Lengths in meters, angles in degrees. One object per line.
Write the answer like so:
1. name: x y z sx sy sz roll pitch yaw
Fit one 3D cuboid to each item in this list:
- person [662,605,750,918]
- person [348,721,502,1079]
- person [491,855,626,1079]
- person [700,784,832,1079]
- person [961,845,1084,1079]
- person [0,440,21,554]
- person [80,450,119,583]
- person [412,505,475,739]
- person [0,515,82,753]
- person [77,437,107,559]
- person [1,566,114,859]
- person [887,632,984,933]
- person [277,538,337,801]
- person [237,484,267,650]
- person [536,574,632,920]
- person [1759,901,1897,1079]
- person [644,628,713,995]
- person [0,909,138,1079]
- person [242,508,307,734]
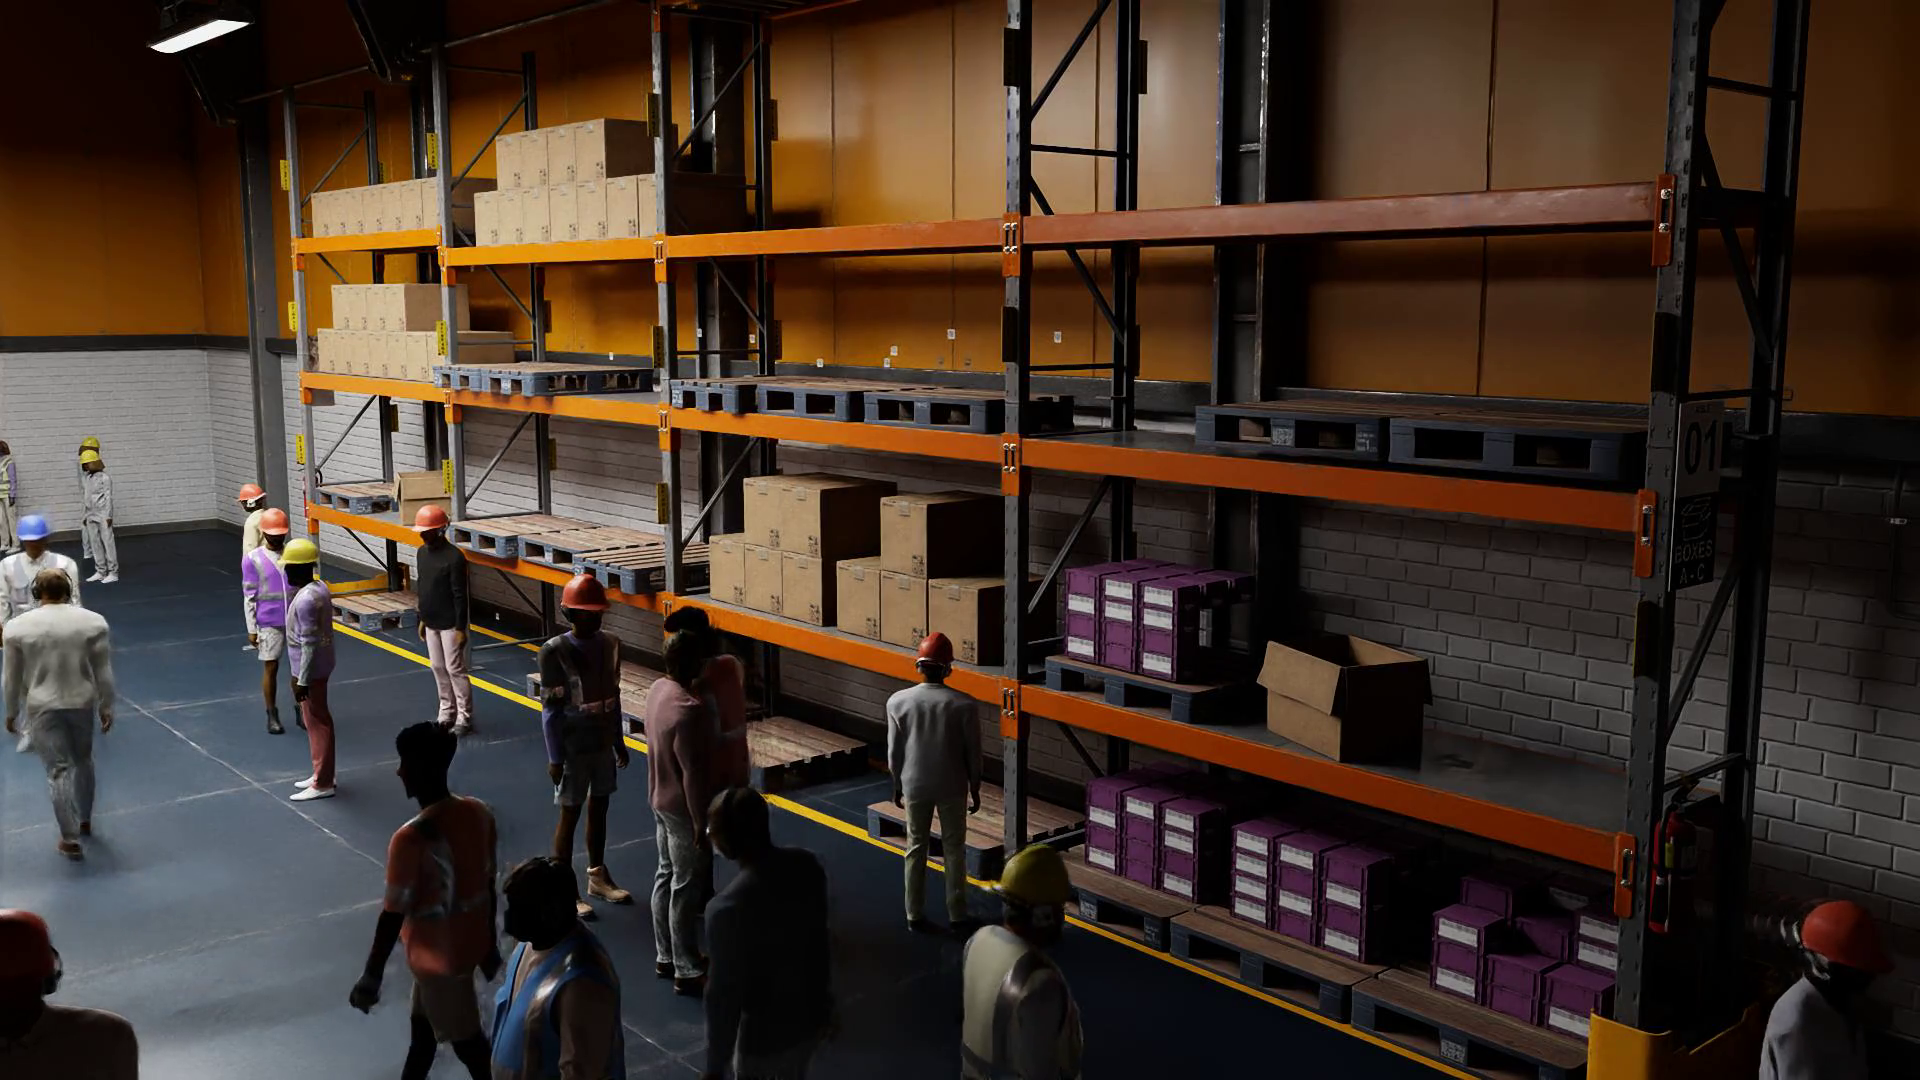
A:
1. person: -1.343 1.314 9.605 0.810 1.924 0.680 4 9 28
2. person: -2.201 1.705 6.941 0.999 1.913 0.621 2 8 11
3. person: -1.345 1.944 5.587 0.431 1.830 0.624 -4 9 -28
4. person: -0.685 1.828 6.134 0.467 1.908 0.666 4 9 23
5. person: 0.305 1.934 5.723 0.751 1.798 0.614 -4 9 -23
6. person: -13.838 -0.624 24.081 0.511 1.638 0.308 4 9 28
7. person: -11.195 -0.309 21.563 0.490 1.734 0.326 3 9 21
8. person: -4.322 0.686 13.828 0.610 1.976 0.434 7 11 40
9. person: -7.446 0.757 13.461 0.634 1.922 0.660 -2 8 -16
10. person: -12.251 -0.592 23.518 0.484 1.737 0.305 5 10 32
11. person: -6.017 1.120 11.084 0.637 1.898 0.912 -7 11 -42
12. person: -0.136 1.399 9.610 0.561 1.752 0.324 1 8 10
13. person: -4.771 0.940 12.199 0.360 1.930 0.587 -2 8 -14
14. person: -7.369 0.279 17.453 0.355 1.739 0.573 0 8 -3
15. person: -2.212 1.213 9.907 0.371 2.044 0.608 5 10 33
16. person: 2.855 2.014 5.404 0.578 1.729 0.609 -8 11 -43
17. person: -1.459 1.423 8.806 0.362 1.939 0.635 -5 9 -29
18. person: -2.626 1.990 4.714 0.618 1.986 0.408 -4 9 -24
19. person: -5.734 0.680 14.036 0.549 1.924 0.386 -7 11 -41
